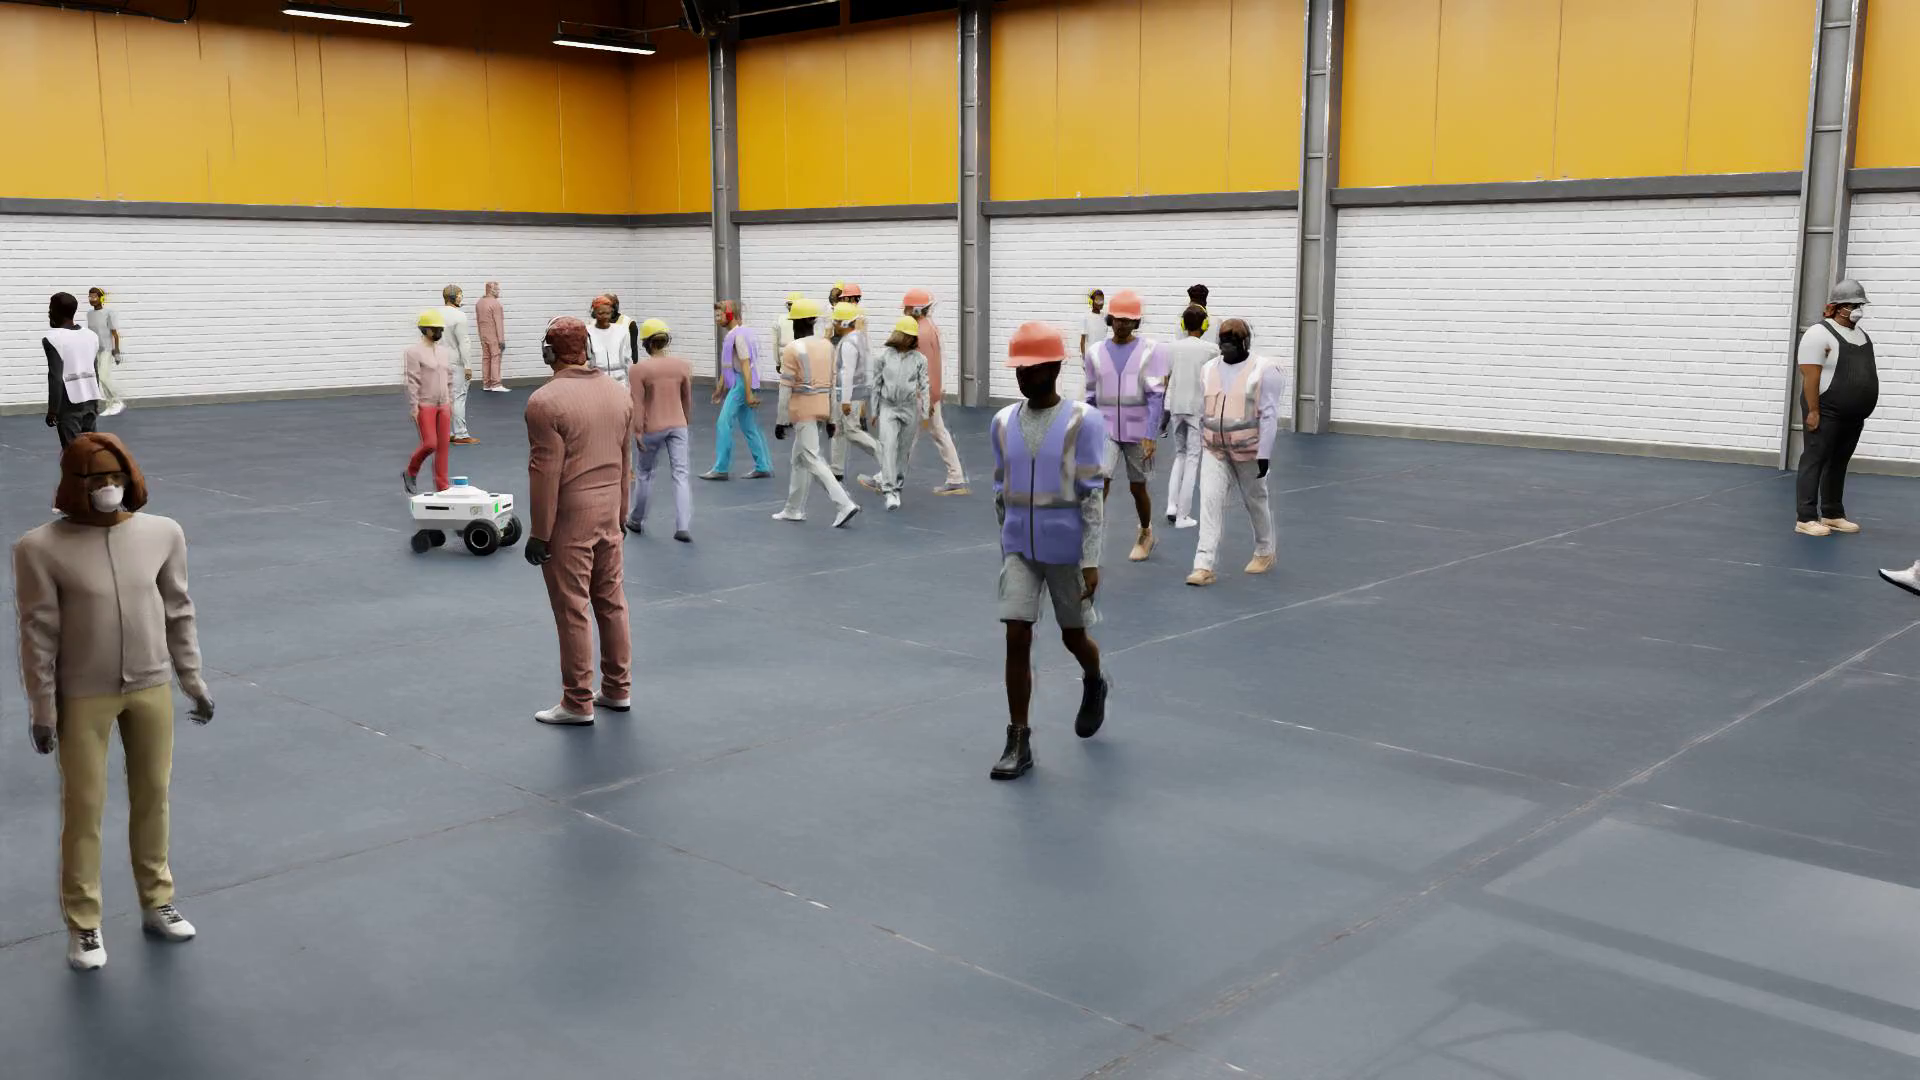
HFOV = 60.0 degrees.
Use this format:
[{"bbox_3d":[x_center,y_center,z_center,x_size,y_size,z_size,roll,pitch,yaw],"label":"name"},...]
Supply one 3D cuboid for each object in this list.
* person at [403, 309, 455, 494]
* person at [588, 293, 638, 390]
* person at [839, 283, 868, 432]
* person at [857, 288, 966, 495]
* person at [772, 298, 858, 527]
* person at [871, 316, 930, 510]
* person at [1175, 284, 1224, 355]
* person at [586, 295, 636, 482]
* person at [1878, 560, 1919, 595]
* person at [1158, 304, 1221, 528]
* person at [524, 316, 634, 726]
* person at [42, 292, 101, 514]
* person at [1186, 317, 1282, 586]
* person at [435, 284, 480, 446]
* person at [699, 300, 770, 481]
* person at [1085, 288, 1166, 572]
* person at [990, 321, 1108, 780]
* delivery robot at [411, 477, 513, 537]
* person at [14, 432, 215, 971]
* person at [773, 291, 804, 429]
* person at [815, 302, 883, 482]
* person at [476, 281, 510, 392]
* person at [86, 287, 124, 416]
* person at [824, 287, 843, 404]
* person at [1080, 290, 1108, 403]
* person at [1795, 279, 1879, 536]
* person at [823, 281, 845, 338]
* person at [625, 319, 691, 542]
[{"bbox_3d":[-4.858,-1.238,15.254,0.460,1.755,0.540,5,10,28],"label":"person"},{"bbox_3d":[-4.110,-1.985,19.615,0.621,1.838,0.429,1,9,7],"label":"person"},{"bbox_3d":[-1.390,-2.369,21.654,0.372,1.934,0.551,-1,9,-6],"label":"person"},{"bbox_3d":[-0.423,-1.372,15.524,1.038,1.935,0.653,1,9,6],"label":"person"},{"bbox_3d":[-1.209,-1.048,13.720,0.927,1.892,0.600,6,11,32],"label":"person"},{"bbox_3d":[-0.507,-1.102,14.579,0.503,1.692,0.864,-2,9,-10],"label":"person"},{"bbox_3d":[2.553,-1.752,17.789,0.603,1.963,0.368,-3,10,-18],"label":"person"},{"bbox_3d":[-3.473,-1.476,16.411,0.595,1.857,0.669,-5,10,-26],"label":"person"},{"bbox_3d":[6.491,-0.511,10.537,1.000,1.850,0.653,0,9,2],"label":"person"},{"bbox_3d":[1.881,-1.018,13.710,0.526,1.836,0.502,6,11,34],"label":"person"},{"bbox_3d":[-1.803,-0.090,7.784,0.402,1.904,0.651,5,11,28],"label":"person"},{"bbox_3d":[-7.694,-1.187,14.454,0.388,1.921,0.594,1,9,9],"label":"person"},{"bbox_3d":[1.891,-0.612,11.330,0.627,1.806,0.951,6,11,33],"label":"person"},{"bbox_3d":[-6.080,-2.094,19.967,0.638,1.936,0.356,7,12,36],"label":"person"},{"bbox_3d":[-2.314,-1.497,16.732,0.865,1.801,0.556,-2,9,-10],"label":"person"},{"bbox_3d":[1.166,-0.774,11.733,0.598,2.001,1.002,3,10,19],"label":"person"},{"bbox_3d":[0.402,0.013,7.136,0.545,1.915,0.859,5,10,26],"label":"person"},{"bbox_3d":[-3.741,-0.232,12.492,0.707,0.478,0.477,1,9,7],"label":"delivery robot"},{"bbox_3d":[-2.600,0.478,5.135,0.284,1.631,0.523,8,12,41],"label":"person"},{"bbox_3d":[-2.166,-2.365,21.959,0.600,1.827,0.404,3,10,19],"label":"person"},{"bbox_3d":[-1.017,-1.440,16.386,0.789,1.810,0.603,0,9,1],"label":"person"},{"bbox_3d":[-8.068,-3.505,28.749,0.677,1.900,0.402,8,12,41],"label":"person"},{"bbox_3d":[-12.370,-2.709,23.971,0.503,1.859,0.430,4,10,23],"label":"person"},{"bbox_3d":[-1.815,-2.792,24.529,0.514,1.844,0.333,-9,13,-43],"label":"person"},{"bbox_3d":[1.882,-2.452,22.481,0.565,1.824,0.932,-5,11,-29],"label":"person"},{"bbox_3d":[7.037,-1.055,13.284,0.673,2.000,0.536,-5,10,-27],"label":"person"},{"bbox_3d":[-1.879,-3.113,26.269,0.585,1.920,0.383,-3,10,-18],"label":"person"},{"bbox_3d":[-2.375,-0.868,13.110,0.546,1.728,0.875,-6,11,-31],"label":"person"}]
